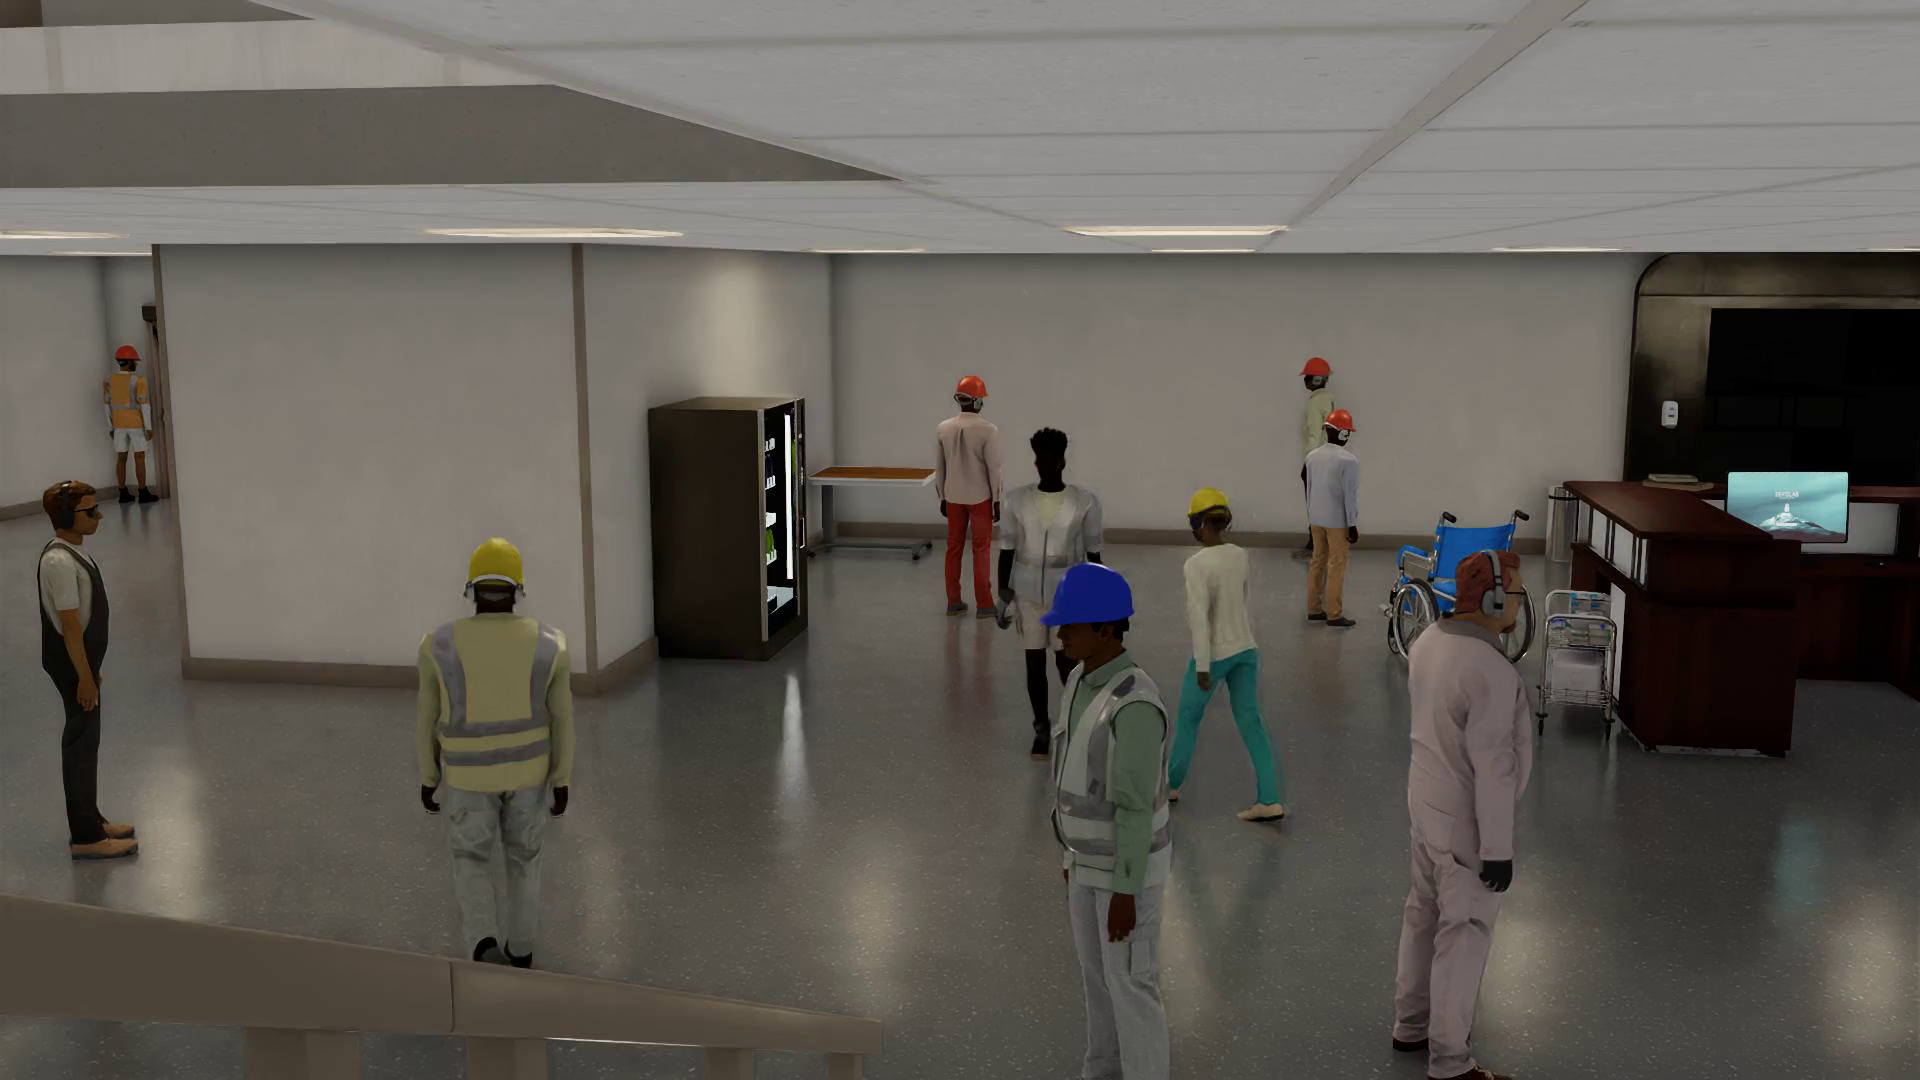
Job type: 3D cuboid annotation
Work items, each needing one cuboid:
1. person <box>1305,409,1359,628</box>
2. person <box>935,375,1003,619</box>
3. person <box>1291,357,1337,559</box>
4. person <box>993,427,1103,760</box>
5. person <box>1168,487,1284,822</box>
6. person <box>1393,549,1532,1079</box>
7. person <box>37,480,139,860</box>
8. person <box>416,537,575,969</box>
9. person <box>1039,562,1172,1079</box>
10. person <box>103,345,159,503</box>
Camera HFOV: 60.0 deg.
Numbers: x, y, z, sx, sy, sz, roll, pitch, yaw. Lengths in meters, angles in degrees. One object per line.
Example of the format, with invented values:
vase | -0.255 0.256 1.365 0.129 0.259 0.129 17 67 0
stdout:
person | 3.003 -0.176 13.340 0.352 1.743 0.564 -5 10 -27
person | 0.085 -0.350 13.638 0.609 1.995 0.378 5 11 30
person | 3.512 -0.802 16.430 0.387 1.993 0.622 5 10 28
person | 0.511 0.310 9.704 0.614 1.950 0.447 2 9 13
person | 1.336 0.595 8.671 0.549 1.715 0.909 -8 12 -40
person | 1.786 0.969 5.825 0.395 1.899 0.641 -1 9 -6
person | -4.258 0.625 8.082 0.345 1.846 0.508 -5 10 -27
person | -1.793 0.903 6.489 0.596 1.809 0.662 -4 10 -21
person | 0.459 1.027 5.352 0.422 1.938 0.599 -3 10 -18
person | -10.165 -1.413 20.384 0.552 1.933 0.368 1 9 5
